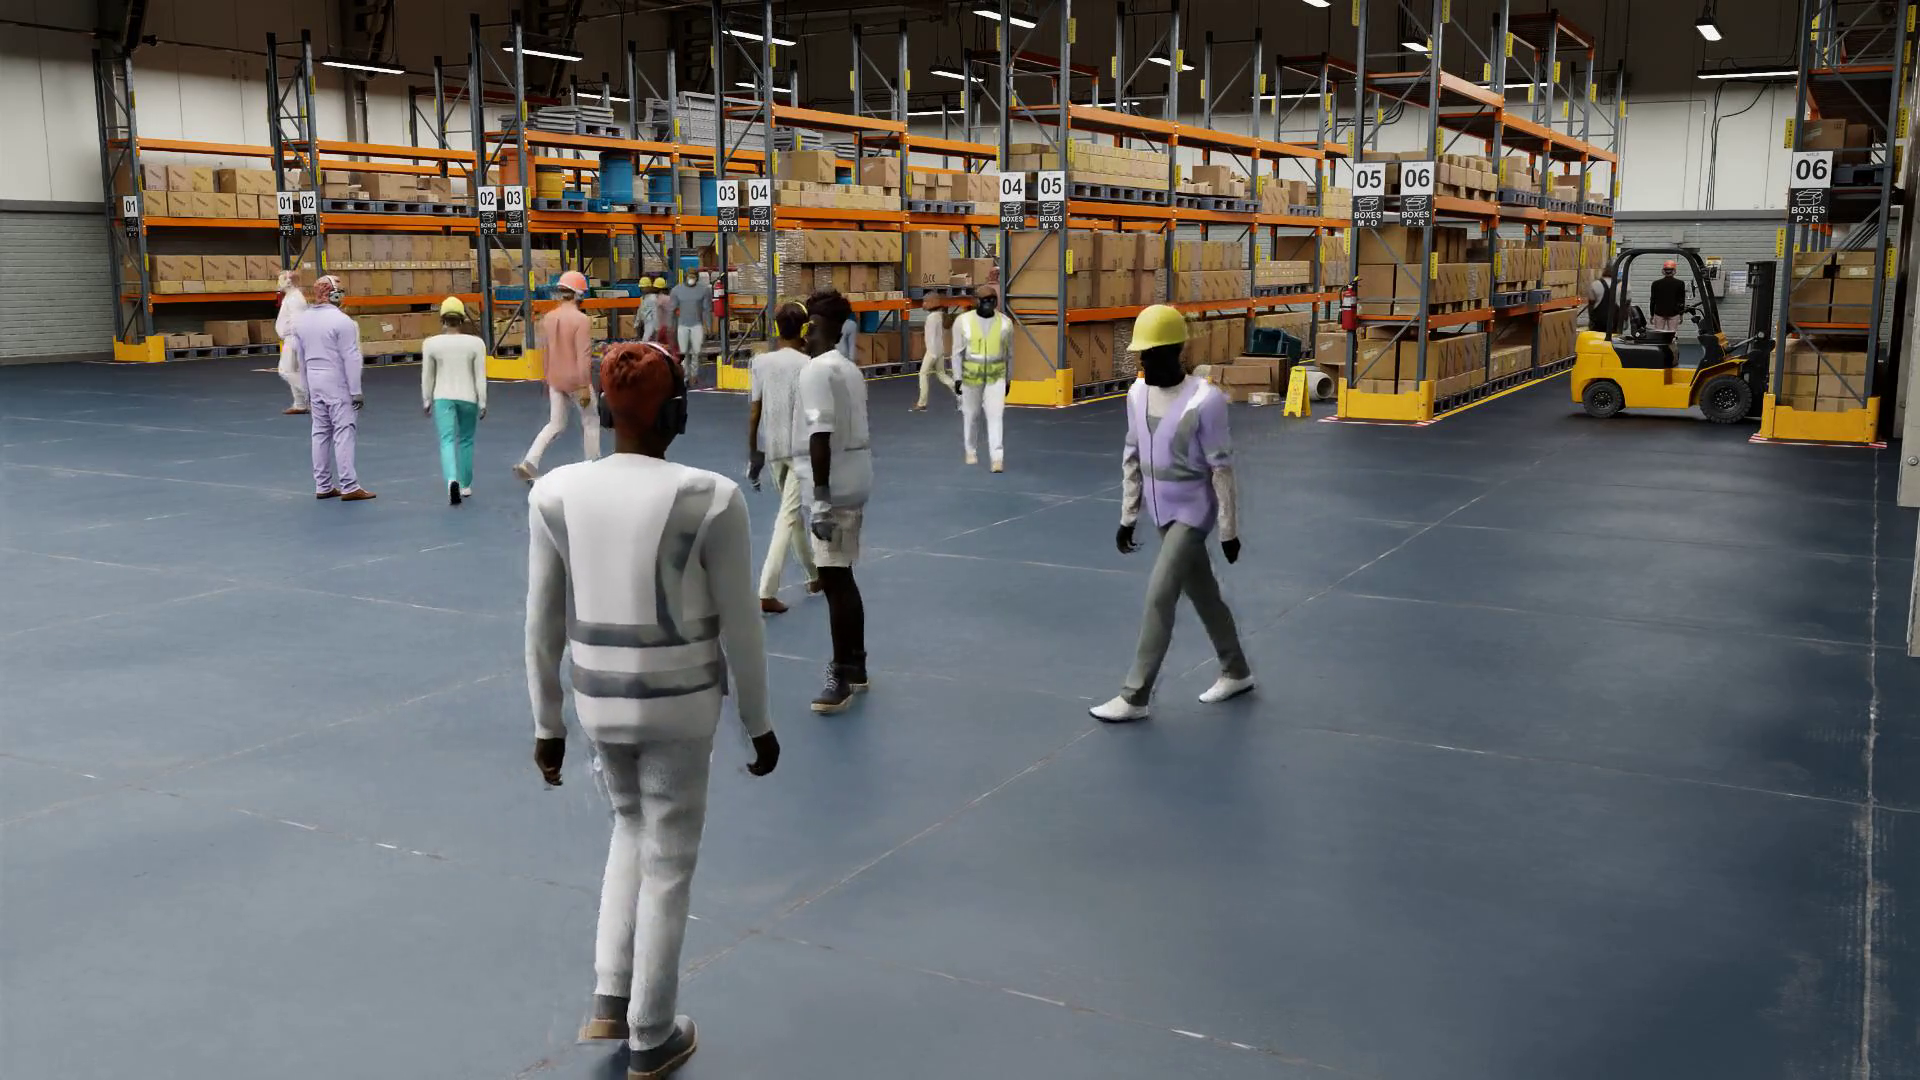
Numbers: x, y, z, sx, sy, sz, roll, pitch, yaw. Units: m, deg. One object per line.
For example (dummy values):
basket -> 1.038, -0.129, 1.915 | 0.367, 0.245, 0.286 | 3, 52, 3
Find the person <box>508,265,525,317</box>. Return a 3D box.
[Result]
person -> -10.132, -5.426, 38.569 | 0.604, 1.871, 1.017 | 6, 11, 32

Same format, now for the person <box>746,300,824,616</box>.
person -> -0.947, -0.496, 9.803 | 0.536, 1.812, 0.998 | 5, 11, 26

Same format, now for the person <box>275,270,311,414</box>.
person -> -8.734, -2.573, 21.740 | 0.433, 1.888, 0.665 | -4, 10, -22

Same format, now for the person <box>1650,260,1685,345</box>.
person -> 13.227, -4.225, 31.111 | 0.611, 1.995, 0.376 | 4, 11, 24

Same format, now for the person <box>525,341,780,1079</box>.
person -> -0.759, 0.436, 4.184 | 0.588, 1.865, 0.431 | 4, 10, 20

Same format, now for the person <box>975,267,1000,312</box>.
person -> 0.551, -3.301, 25.956 | 0.642, 1.909, 0.399 | 6, 11, 32

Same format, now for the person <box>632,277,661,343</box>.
person -> -5.433, -3.648, 28.582 | 0.852, 1.700, 0.505 | -5, 11, -29

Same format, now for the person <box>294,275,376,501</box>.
person -> -5.315, -1.286, 14.158 | 0.636, 1.910, 0.405 | 5, 11, 27

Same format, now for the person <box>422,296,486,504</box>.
person -> -4.264, -1.183, 14.051 | 0.527, 1.742, 0.805 | -3, 10, -18

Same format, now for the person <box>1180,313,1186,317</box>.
person -> 4.377, -4.624, 33.851 | 0.399, 1.866, 0.790 | 7, 12, 35

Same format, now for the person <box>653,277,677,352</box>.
person -> -5.239, -3.798, 29.453 | 0.867, 1.711, 0.526 | -7, 12, -36

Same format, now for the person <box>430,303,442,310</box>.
person -> -11.755, -5.249, 37.574 | 0.524, 1.845, 0.817 | 5, 11, 27

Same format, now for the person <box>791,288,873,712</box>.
person -> -0.612, -0.194, 7.746 | 0.373, 1.929, 0.764 | 2, 10, 12

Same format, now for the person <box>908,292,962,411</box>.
person -> -0.279, -2.503, 22.184 | 0.780, 1.603, 0.508 | 3, 10, 16

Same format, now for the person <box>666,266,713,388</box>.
person -> -4.252, -3.328, 26.111 | 0.728, 1.902, 0.522 | -1, 10, -8

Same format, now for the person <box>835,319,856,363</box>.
person -> -1.480, -2.107, 19.850 | 0.504, 1.611, 0.656 | -1, 10, -9

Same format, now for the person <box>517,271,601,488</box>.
person -> -3.541, -1.418, 14.828 | 0.622, 1.956, 0.938 | 7, 12, 35

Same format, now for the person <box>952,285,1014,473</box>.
person -> 0.221, -1.585, 16.251 | 0.624, 1.799, 0.961 | -1, 10, -5

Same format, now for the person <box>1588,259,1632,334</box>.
person -> 11.169, -3.816, 28.581 | 0.688, 2.000, 0.599 | 5, 11, 28

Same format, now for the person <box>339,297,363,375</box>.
person -> -7.345, -2.076, 19.669 | 0.508, 1.610, 0.732 | 0, 10, 1

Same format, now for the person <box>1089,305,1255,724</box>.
person -> 1.010, -0.127, 7.518 | 0.959, 1.868, 0.580 | -5, 11, -27
